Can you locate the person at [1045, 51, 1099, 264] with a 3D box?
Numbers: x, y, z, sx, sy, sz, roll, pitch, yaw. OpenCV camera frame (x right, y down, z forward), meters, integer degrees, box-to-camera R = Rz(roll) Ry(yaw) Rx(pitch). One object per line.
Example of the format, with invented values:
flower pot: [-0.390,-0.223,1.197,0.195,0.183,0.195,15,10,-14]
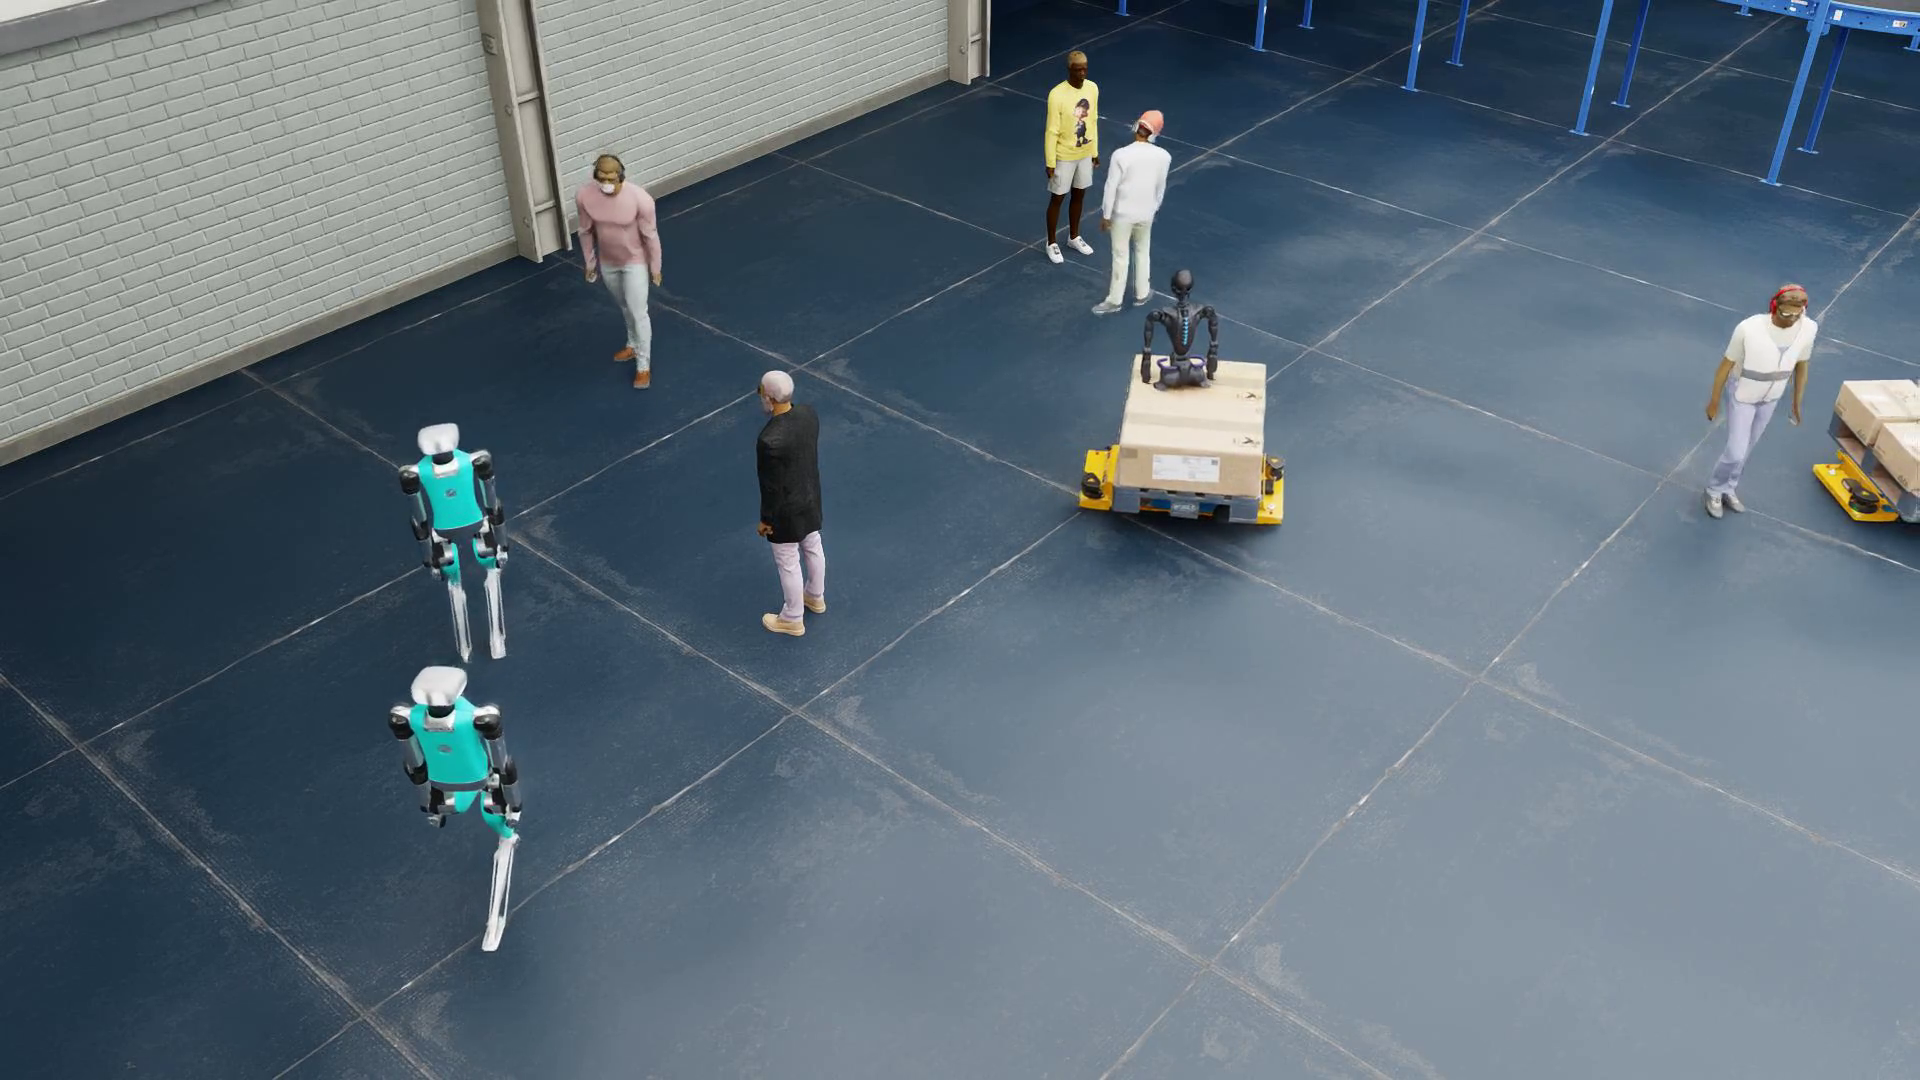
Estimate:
person: [0.990,-3.414,14.777,0.554,1.897,0.360,-20,40,-26]

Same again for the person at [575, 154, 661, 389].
person: [-2.641,-2.155,13.021,0.639,1.903,0.693,10,37,14]

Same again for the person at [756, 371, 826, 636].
person: [-1.055,-0.230,10.343,0.408,1.857,0.532,19,39,24]

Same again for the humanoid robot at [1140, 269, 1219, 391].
humanoid robot: [1.554,-1.121,11.756,0.593,1.643,0.391,-5,36,-7]

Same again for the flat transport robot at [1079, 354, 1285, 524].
flat transport robot: [1.606,-0.422,11.980,1.431,0.231,0.659,5,36,8]

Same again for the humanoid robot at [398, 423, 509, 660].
humanoid robot: [-3.037,0.006,10.149,0.544,1.831,0.680,-12,37,-16]

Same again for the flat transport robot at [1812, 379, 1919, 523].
flat transport robot: [6.988,-0.397,11.946,1.431,0.231,0.659,-1,35,-2]

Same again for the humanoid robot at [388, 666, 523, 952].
humanoid robot: [-2.447,1.150,8.546,0.530,1.770,1.000,0,35,0]

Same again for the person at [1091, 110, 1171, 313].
person: [1.412,-2.756,14.025,0.699,1.701,0.323,-16,38,-21]

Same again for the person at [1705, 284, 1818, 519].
person: [5.442,-0.952,11.382,0.603,1.817,0.488,-7,36,-9]
